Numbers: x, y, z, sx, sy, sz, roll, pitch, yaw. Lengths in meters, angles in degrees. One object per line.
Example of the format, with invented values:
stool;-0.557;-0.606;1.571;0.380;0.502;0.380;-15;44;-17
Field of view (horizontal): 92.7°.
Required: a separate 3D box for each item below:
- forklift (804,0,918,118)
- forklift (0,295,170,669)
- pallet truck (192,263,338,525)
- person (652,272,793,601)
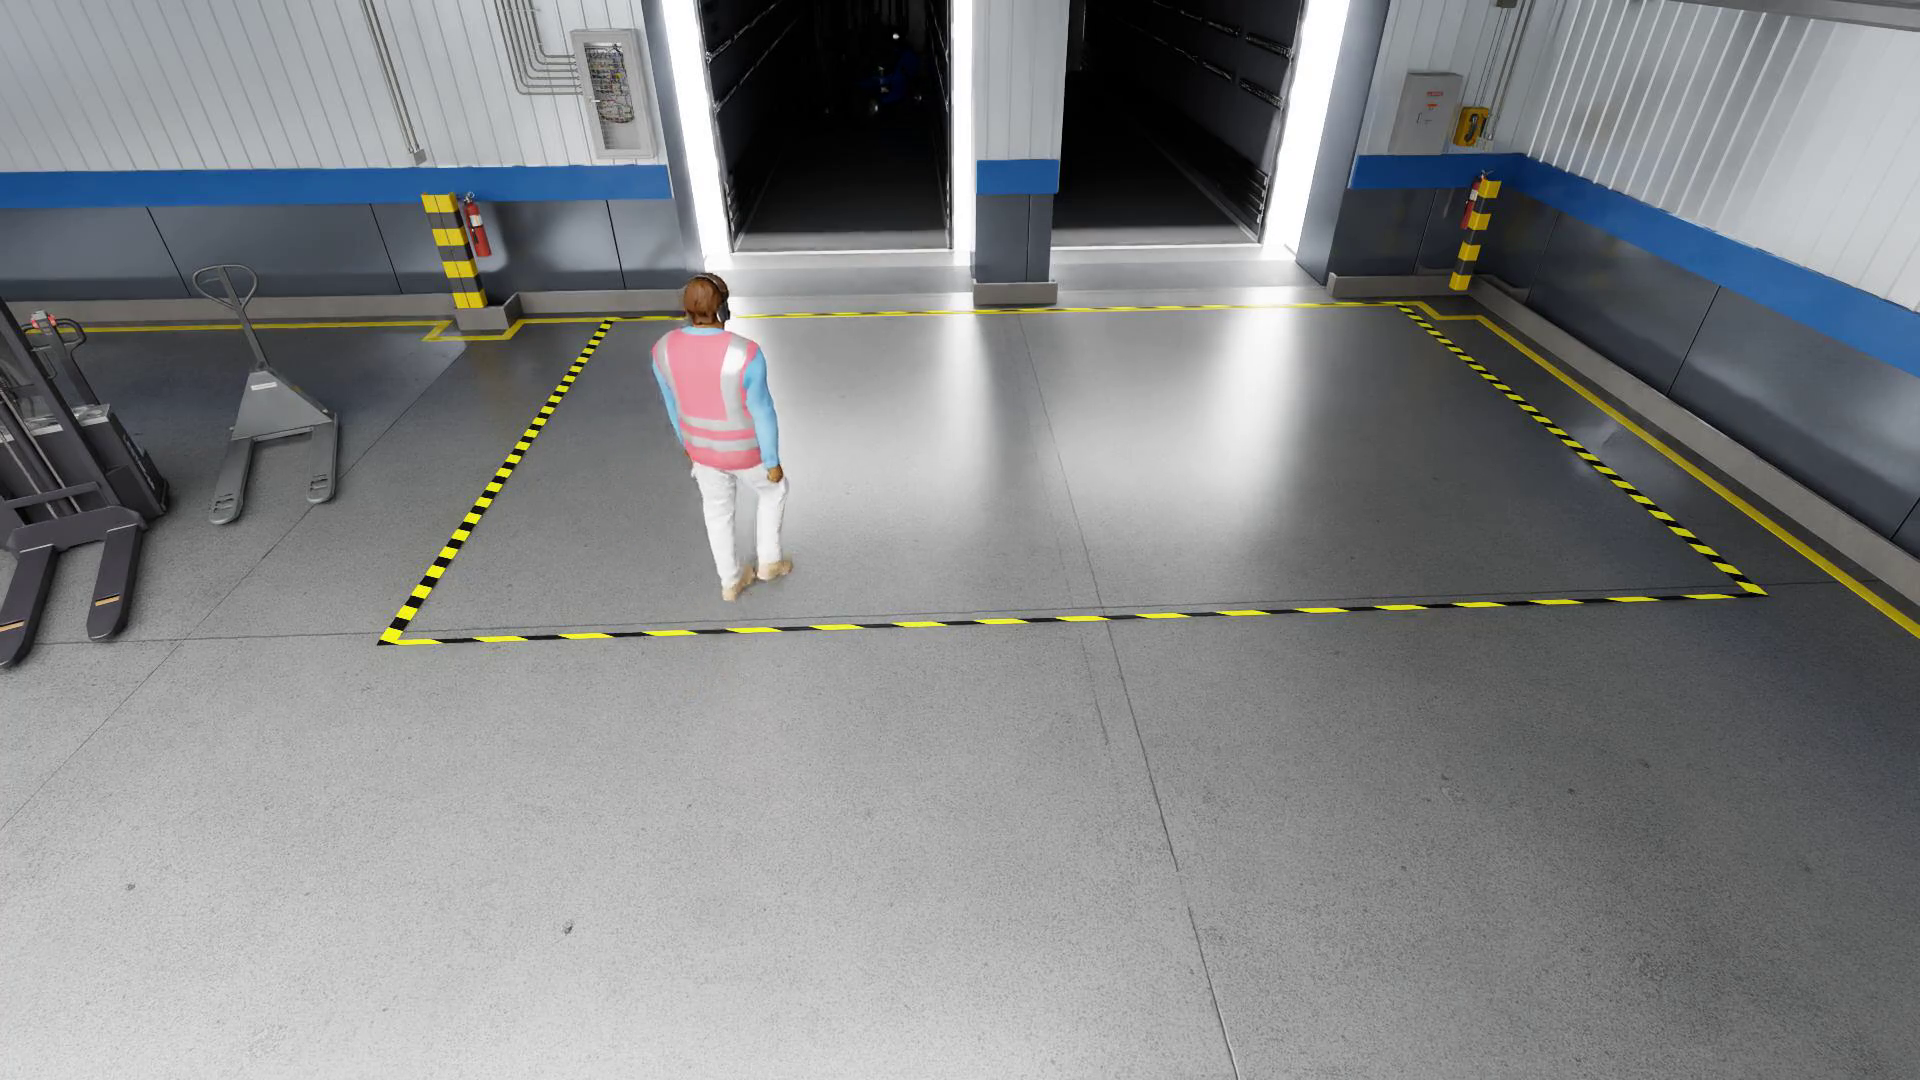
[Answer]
forklift;-1.759;-8.764;16.270;1.157;2.036;2.680;15;38;21
forklift;-5.212;-0.618;4.878;0.823;1.965;1.885;-20;39;-26
pallet truck;-4.778;-1.027;6.128;0.680;1.201;1.601;-17;38;-23
person;-1.218;-0.498;4.852;0.653;1.824;0.469;9;36;13
